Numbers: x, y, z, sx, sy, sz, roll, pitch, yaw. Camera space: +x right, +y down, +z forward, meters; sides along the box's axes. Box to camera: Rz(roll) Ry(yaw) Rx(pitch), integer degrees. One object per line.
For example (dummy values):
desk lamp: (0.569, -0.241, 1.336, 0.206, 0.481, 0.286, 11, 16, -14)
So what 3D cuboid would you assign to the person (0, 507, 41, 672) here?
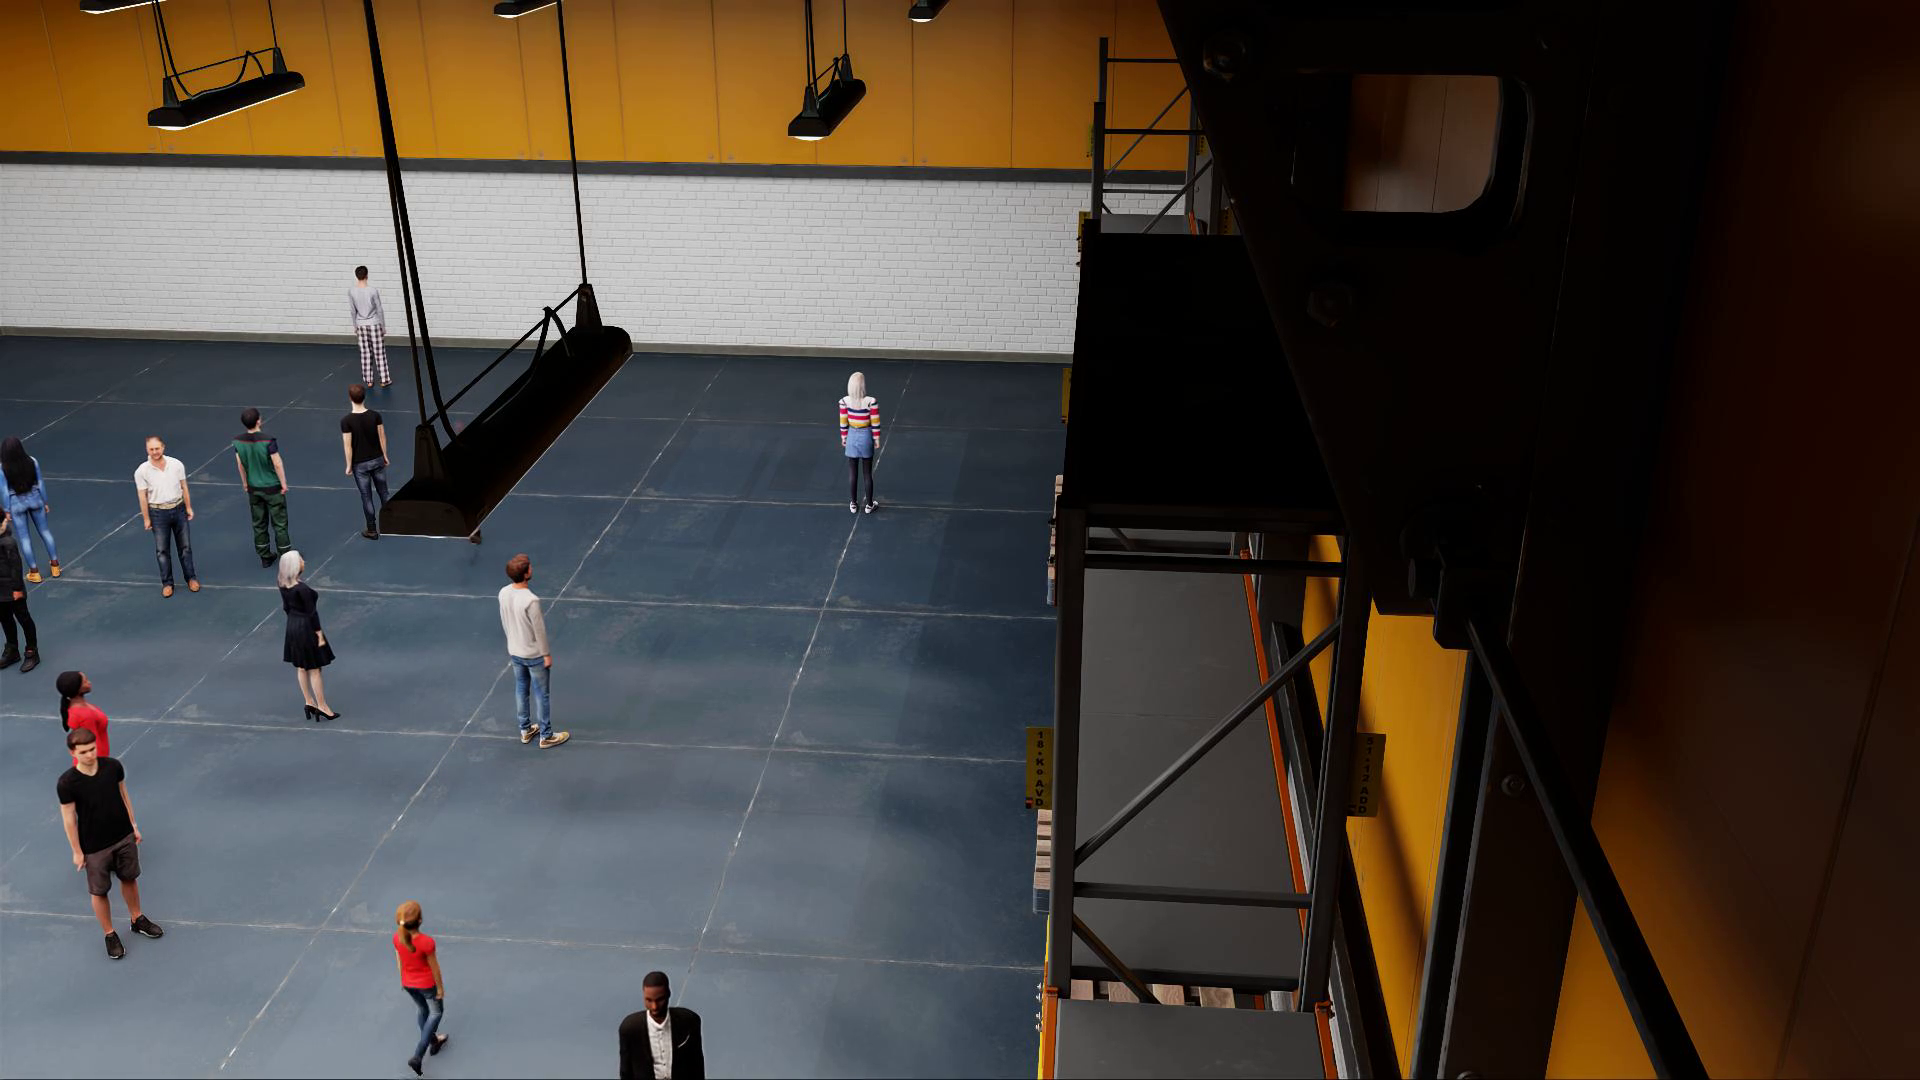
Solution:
person: (-9.625, 0.446, 16.761, 0.657, 1.781, 0.648, 6, 24, 13)

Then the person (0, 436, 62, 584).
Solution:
person: (-10.478, -0.358, 18.686, 0.734, 1.712, 0.654, 22, 32, 40)

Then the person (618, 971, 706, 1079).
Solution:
person: (-1.787, 3.370, 10.049, 0.721, 1.800, 0.676, -5, 24, -12)

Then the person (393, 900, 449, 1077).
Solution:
person: (-3.716, 3.065, 11.373, 0.552, 1.298, 0.788, 6, 24, 13)

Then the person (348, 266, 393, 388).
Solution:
person: (-8.909, -3.224, 25.073, 0.653, 1.847, 0.566, -1, 24, -2)

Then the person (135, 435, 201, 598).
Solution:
person: (-8.756, -0.306, 18.393, 0.749, 1.853, 0.766, -13, 27, -28)

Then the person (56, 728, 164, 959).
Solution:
person: (-6.461, 2.237, 12.564, 0.824, 1.862, 0.711, 16, 29, 33)

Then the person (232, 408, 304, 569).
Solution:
person: (-7.951, -0.605, 19.016, 0.672, 1.901, 0.560, 3, 24, 6)

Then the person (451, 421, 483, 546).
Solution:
person: (-5.787, -0.636, 19.521, 0.632, 1.554, 0.804, -2, 24, -5)

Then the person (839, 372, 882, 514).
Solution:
person: (-1.236, -1.213, 20.521, 0.665, 1.809, 0.524, 4, 24, 8)

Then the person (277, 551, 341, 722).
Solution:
person: (-6.196, 0.902, 15.760, 0.690, 1.747, 0.710, 15, 28, 30)

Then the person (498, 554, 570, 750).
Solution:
person: (-3.969, 1.019, 15.294, 0.750, 1.905, 0.740, 14, 27, 28)

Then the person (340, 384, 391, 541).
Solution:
person: (-7.034, -0.932, 19.770, 0.755, 1.896, 0.799, -16, 28, -33)

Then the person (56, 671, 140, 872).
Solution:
person: (-7.053, 1.865, 13.513, 0.795, 1.783, 0.740, -20, 30, -38)
